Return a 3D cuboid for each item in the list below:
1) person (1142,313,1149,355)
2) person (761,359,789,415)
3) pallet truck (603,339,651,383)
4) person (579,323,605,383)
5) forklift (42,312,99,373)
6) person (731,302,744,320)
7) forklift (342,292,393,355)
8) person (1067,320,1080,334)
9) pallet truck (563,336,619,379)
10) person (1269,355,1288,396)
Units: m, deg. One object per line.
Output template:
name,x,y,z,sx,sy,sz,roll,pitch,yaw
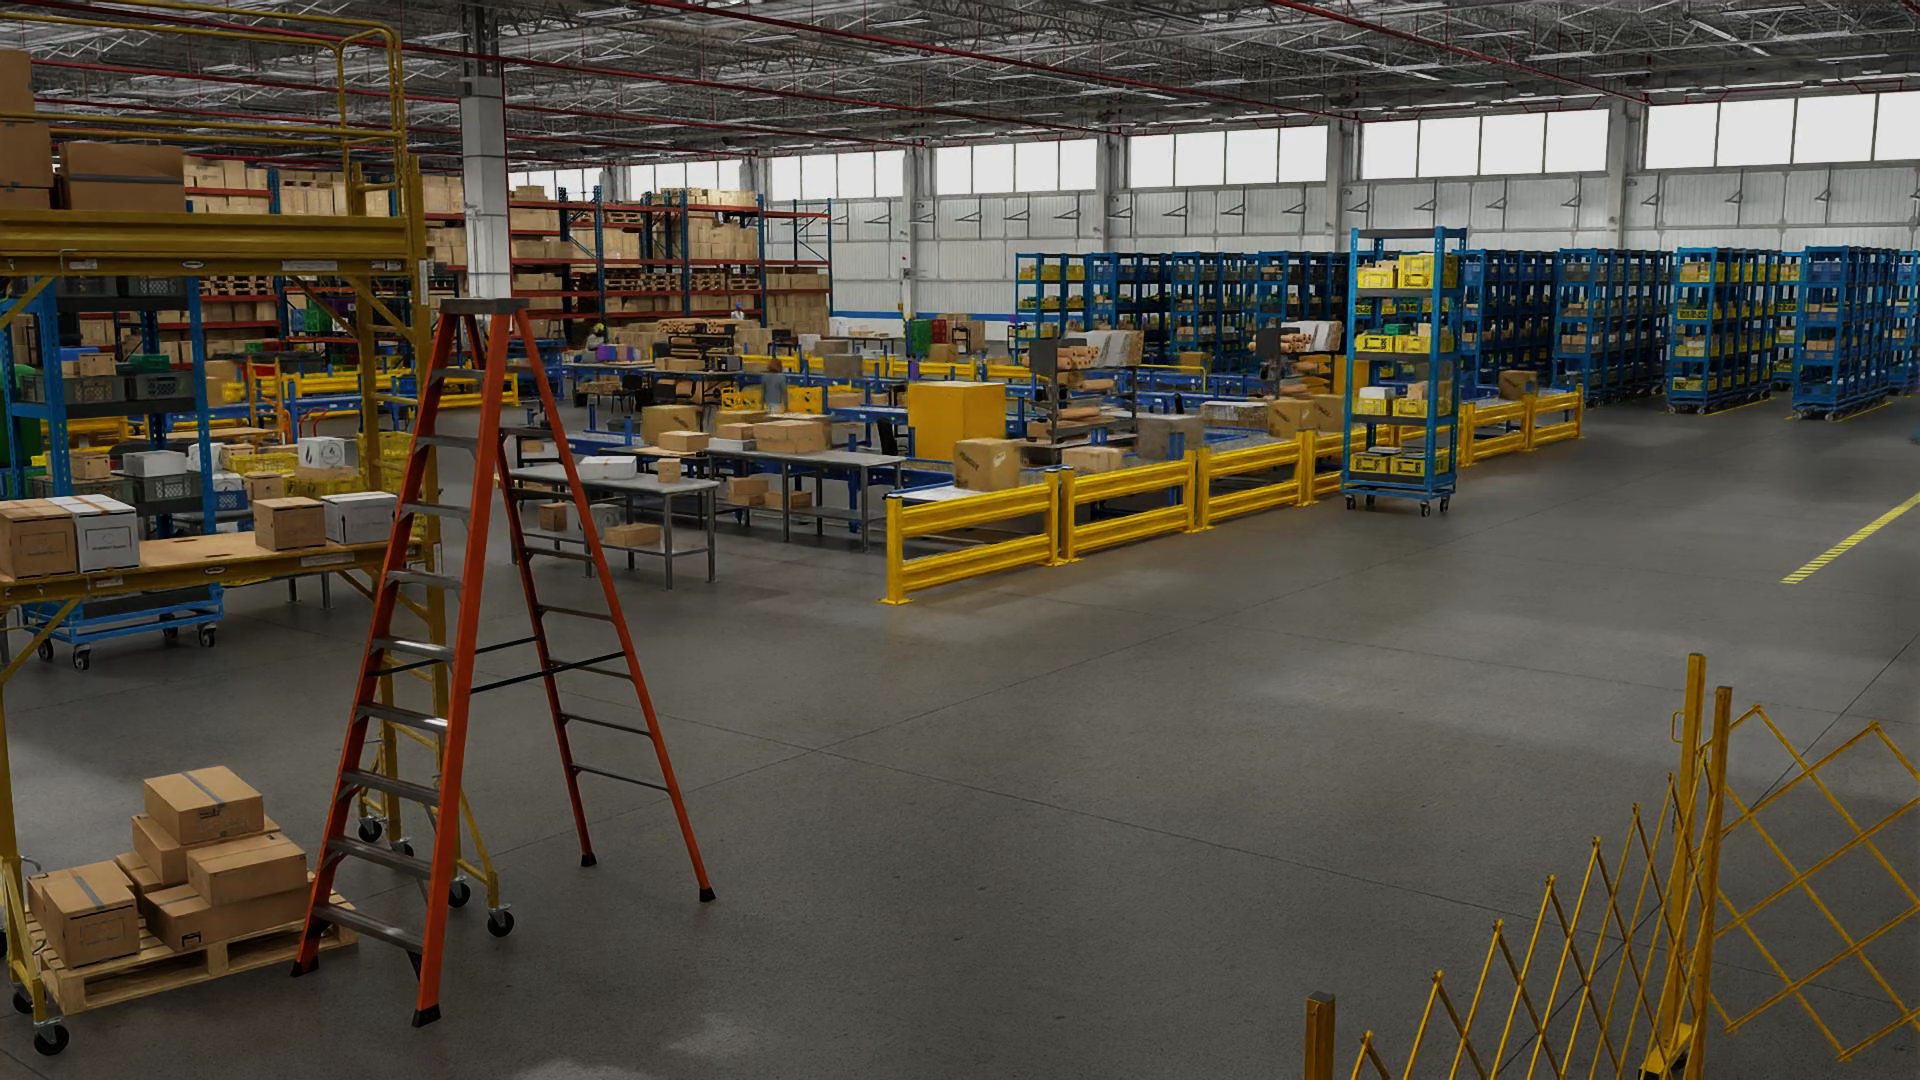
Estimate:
person,5.771,-6.504,53.229,0.377,2.045,0.605,7,11,36
person,-3.168,-2.316,28.537,0.503,1.578,0.886,6,11,32
pallet truck,-8.991,-4.871,45.351,0.653,1.274,1.630,7,11,37
person,-9.290,-4.582,42.023,0.666,1.791,0.637,4,10,21
forklift,-23.779,-5.451,44.052,1.873,2.768,1.129,7,11,36
person,-8.375,-7.988,62.786,0.602,1.948,0.386,-9,13,-44
forklift,-16.485,-5.622,45.120,1.129,2.768,1.873,7,11,37
person,2.800,-4.595,41.880,0.524,1.878,0.777,-1,9,-5
pallet truck,-10.690,-5.294,48.215,1.601,1.201,0.680,-5,10,-26
person,7.371,-4.027,38.698,0.550,1.746,0.558,-6,11,-32
